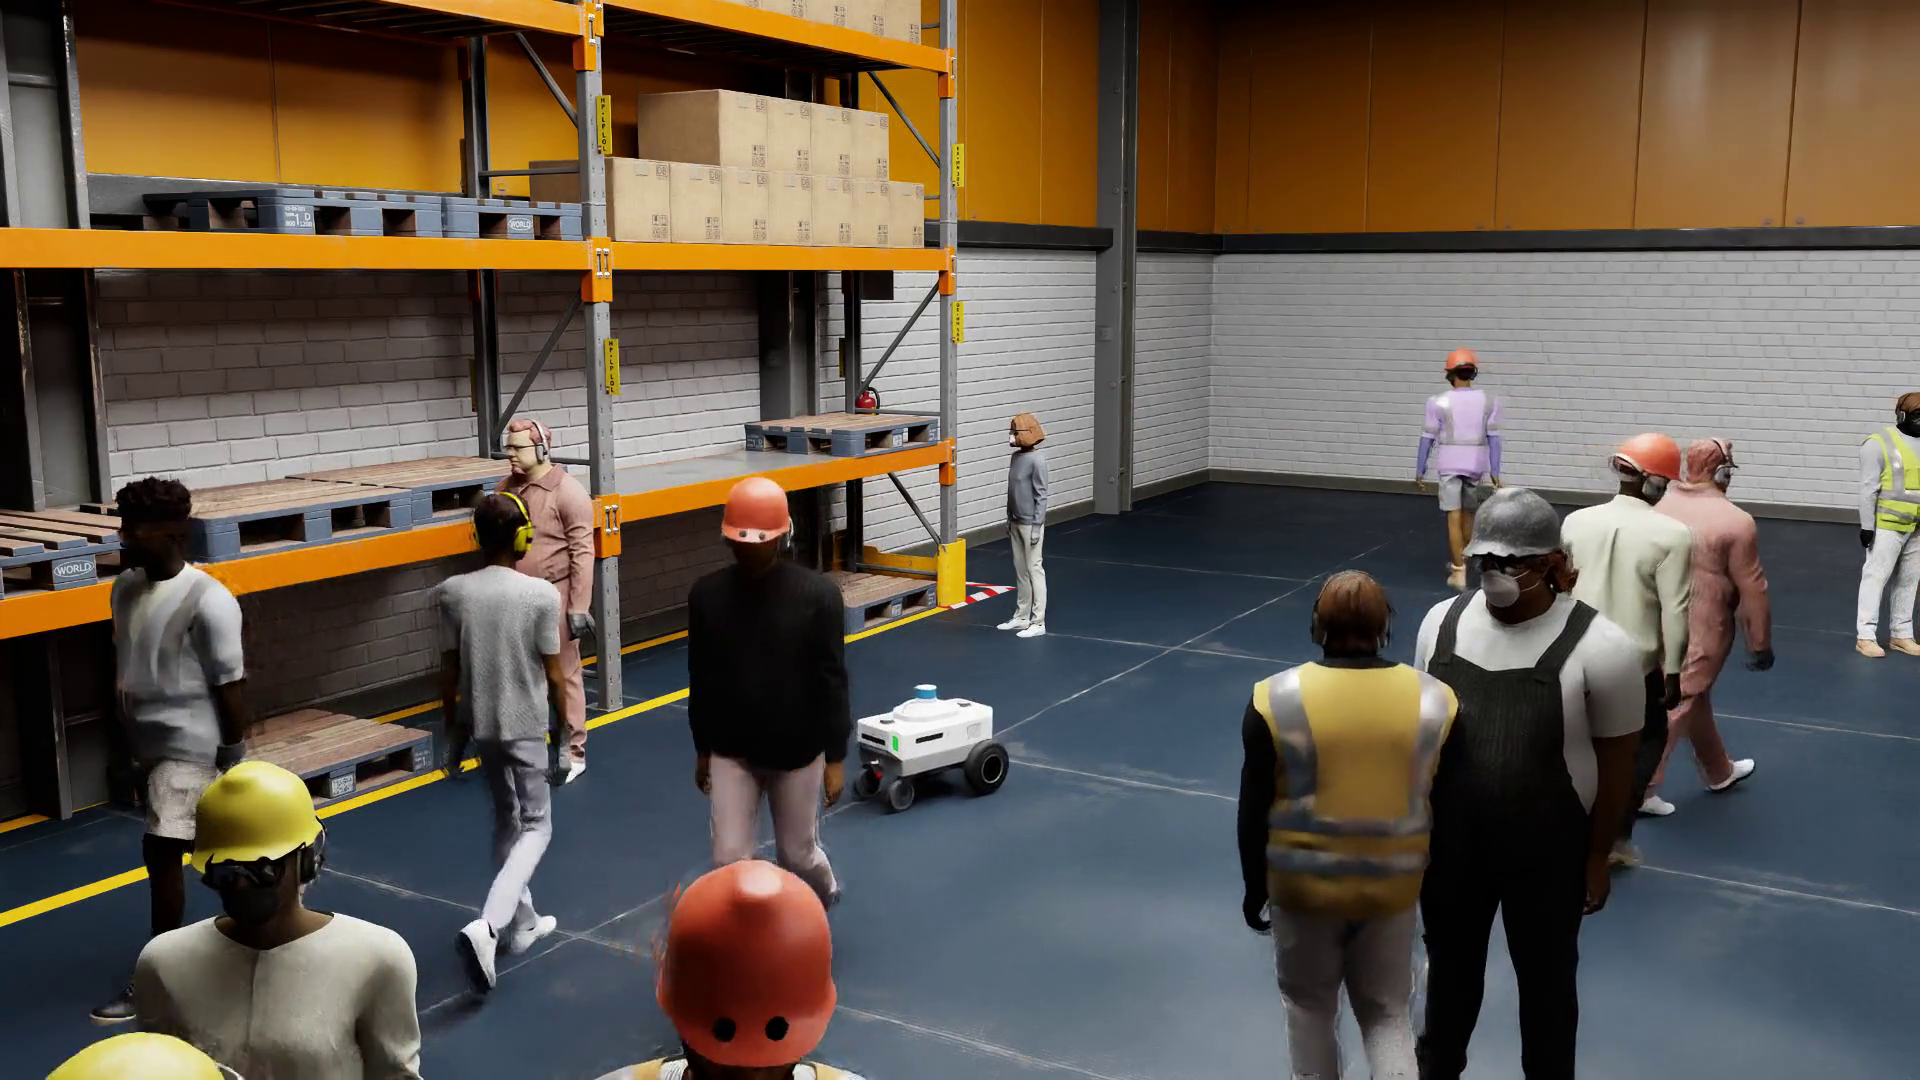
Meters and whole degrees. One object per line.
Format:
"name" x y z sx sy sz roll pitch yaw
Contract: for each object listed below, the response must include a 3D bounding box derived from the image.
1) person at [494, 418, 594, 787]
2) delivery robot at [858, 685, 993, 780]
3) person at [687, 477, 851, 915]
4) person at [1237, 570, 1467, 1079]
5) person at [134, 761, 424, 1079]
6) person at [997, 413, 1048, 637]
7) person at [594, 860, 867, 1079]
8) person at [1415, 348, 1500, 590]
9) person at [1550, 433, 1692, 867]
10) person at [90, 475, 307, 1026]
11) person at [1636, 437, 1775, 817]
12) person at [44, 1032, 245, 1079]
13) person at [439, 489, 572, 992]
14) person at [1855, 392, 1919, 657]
"person" -2.198 0.321 8.636 0.643 1.908 0.399 5 11 31
"delivery robot" -0.174 0.978 8.431 0.707 0.478 0.477 -7 12 -42
"person" -0.659 0.713 6.032 0.633 1.959 0.753 2 9 14
"person" 1.102 1.001 4.684 0.630 1.823 0.586 0 9 -1
"person" -1.274 1.272 3.135 0.524 1.770 0.315 -1 9 -8
"person" 0.473 -0.110 12.179 0.280 1.633 0.502 -4 10 -24
"person" -0.323 1.316 2.478 0.558 1.909 0.851 0 9 -1
"person" 4.195 -0.617 14.146 0.650 2.008 0.884 0 9 -3
"person" 2.855 0.508 7.340 0.561 1.957 0.743 -9 13 -44
"person" -2.834 0.709 6.135 0.611 1.943 0.887 6 11 34
"person" 3.658 0.421 8.169 1.017 1.848 0.667 -4 10 -23
"person" -0.910 1.443 1.988 0.623 1.781 0.843 2 9 12
"person" -1.725 0.738 6.247 0.518 1.849 0.765 2 9 13
"person" 6.517 -0.105 11.494 0.633 1.841 0.429 -2 9 -10
